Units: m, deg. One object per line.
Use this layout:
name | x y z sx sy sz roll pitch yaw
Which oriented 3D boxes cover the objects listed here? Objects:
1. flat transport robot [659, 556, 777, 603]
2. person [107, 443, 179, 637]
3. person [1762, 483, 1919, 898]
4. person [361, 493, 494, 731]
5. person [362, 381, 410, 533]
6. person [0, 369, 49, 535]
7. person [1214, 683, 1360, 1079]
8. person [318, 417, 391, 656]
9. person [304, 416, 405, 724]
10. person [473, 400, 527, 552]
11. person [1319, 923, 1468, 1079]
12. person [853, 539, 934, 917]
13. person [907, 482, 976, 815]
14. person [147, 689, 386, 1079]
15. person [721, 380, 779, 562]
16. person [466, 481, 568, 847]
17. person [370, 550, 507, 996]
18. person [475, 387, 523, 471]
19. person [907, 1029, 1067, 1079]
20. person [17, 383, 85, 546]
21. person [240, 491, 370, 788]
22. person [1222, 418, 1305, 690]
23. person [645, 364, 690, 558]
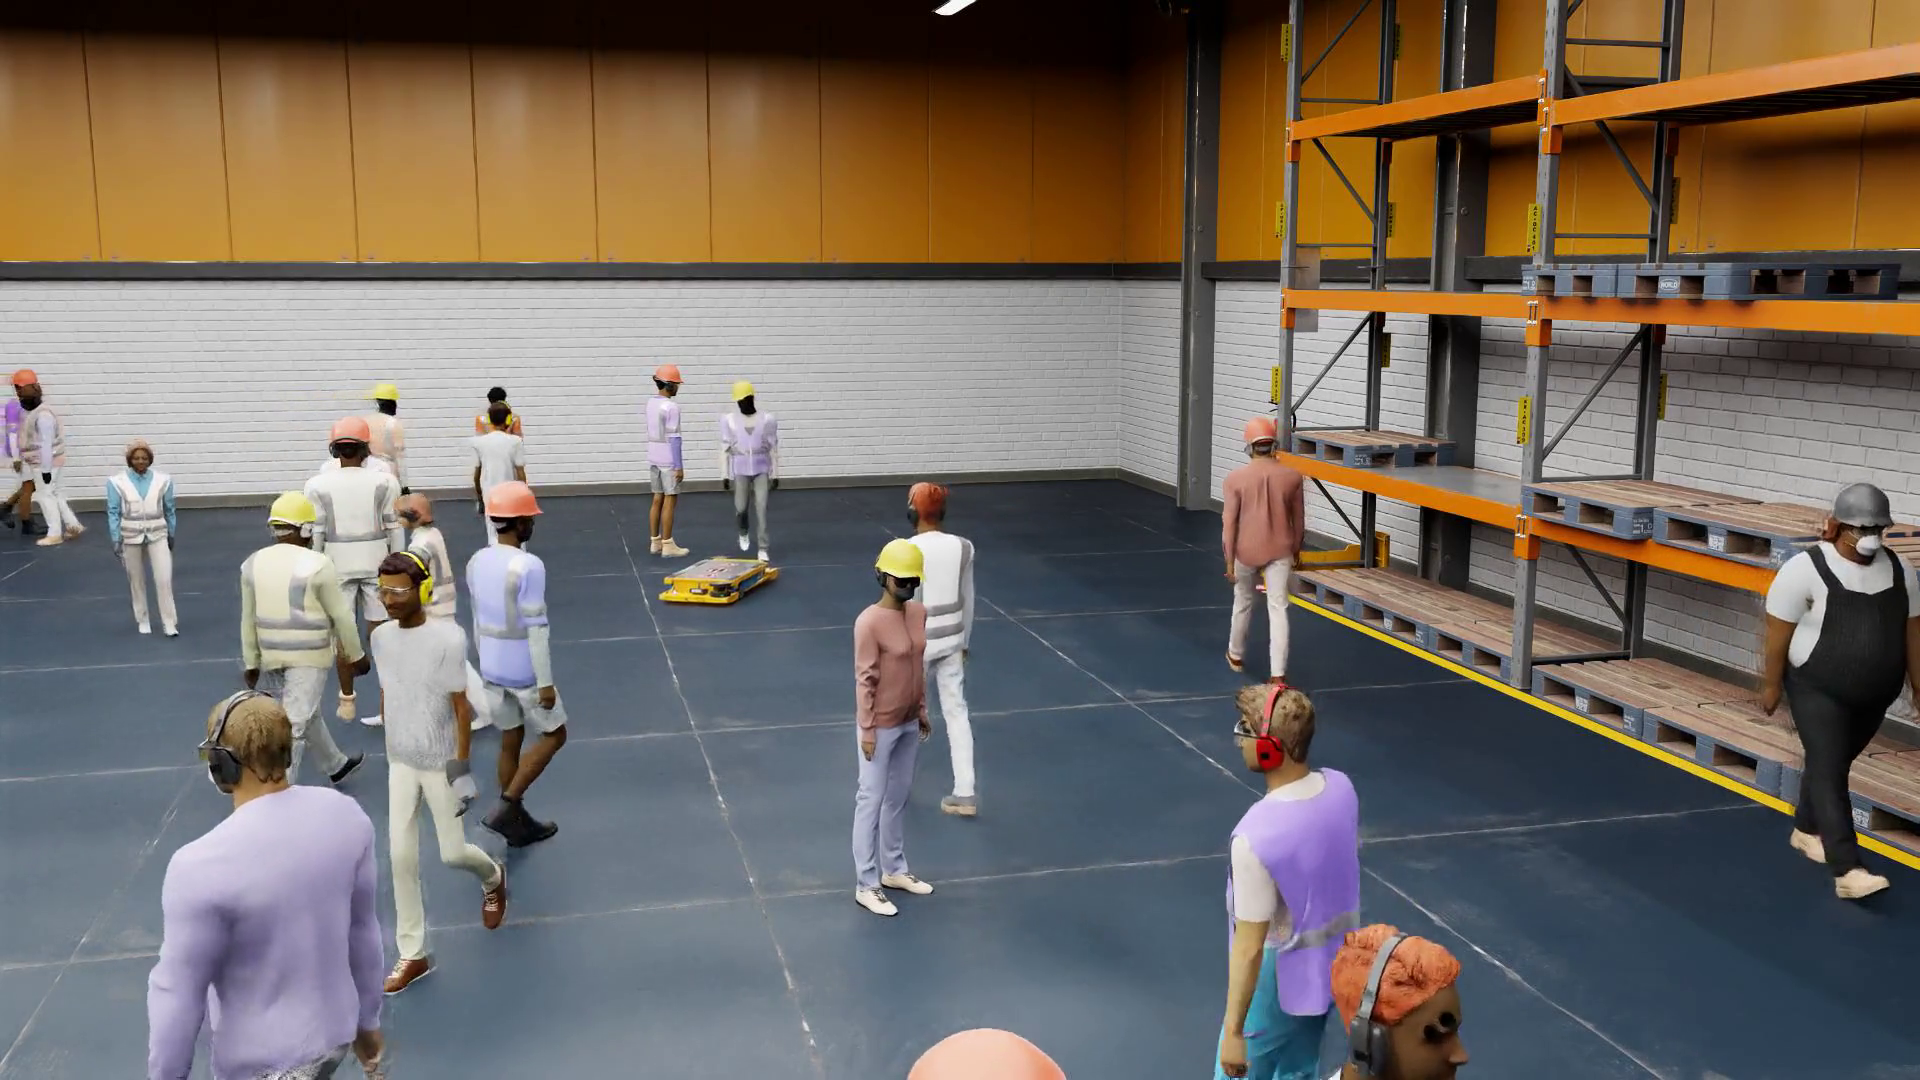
flat transport robot | -2.245 0.362 15.566 0.652 0.197 1.431 2 9 12
person | -6.642 0.018 13.562 0.513 1.601 0.822 -6 11 -32
person | 4.338 0.680 8.074 0.690 2.000 1.053 -1 9 -7
person | -3.421 0.474 10.771 0.897 1.591 0.544 -2 9 -10
person | -5.779 -0.622 16.598 0.586 1.916 0.622 5 10 29
person | -10.729 -0.996 18.962 0.600 1.905 0.579 -2 9 -13
person | 0.952 1.305 4.843 0.693 1.826 0.600 9 13 43
person | -4.767 -0.051 13.162 0.594 1.888 0.971 -3 10 -18
person | -4.021 0.197 11.094 0.614 2.038 0.395 -4 10 -22
person | -4.164 -0.362 15.238 0.557 1.825 0.932 1 9 3
person | 0.774 1.597 2.934 0.576 1.843 0.880 -8 12 -42
person | -0.299 0.860 7.830 0.337 1.760 0.526 6 11 32
person | -0.165 0.588 9.339 0.589 1.831 1.010 -5 11 -30
person | -1.888 1.335 4.398 0.744 1.916 0.633 3 10 17
person | -2.195 -0.738 17.402 0.605 1.893 0.677 -1 9 -8
person | -2.287 0.657 8.568 0.564 1.927 0.422 7 11 36
person | -2.235 0.935 7.101 0.532 1.850 0.763 3 10 17
person | -5.429 -0.978 19.642 0.542 1.652 0.881 -2 9 -15
person | 0.001 1.621 2.400 0.629 1.974 0.488 -7 12 -39
person | -9.998 -0.836 18.306 0.632 1.803 0.682 -8 12 -39
person | -3.602 0.619 9.243 0.600 1.782 0.937 4 10 23
person | 2.212 0.086 12.125 0.629 1.941 1.045 0 9 1
person | -3.078 -0.835 17.562 0.402 2.035 0.608 -7 12 -38
